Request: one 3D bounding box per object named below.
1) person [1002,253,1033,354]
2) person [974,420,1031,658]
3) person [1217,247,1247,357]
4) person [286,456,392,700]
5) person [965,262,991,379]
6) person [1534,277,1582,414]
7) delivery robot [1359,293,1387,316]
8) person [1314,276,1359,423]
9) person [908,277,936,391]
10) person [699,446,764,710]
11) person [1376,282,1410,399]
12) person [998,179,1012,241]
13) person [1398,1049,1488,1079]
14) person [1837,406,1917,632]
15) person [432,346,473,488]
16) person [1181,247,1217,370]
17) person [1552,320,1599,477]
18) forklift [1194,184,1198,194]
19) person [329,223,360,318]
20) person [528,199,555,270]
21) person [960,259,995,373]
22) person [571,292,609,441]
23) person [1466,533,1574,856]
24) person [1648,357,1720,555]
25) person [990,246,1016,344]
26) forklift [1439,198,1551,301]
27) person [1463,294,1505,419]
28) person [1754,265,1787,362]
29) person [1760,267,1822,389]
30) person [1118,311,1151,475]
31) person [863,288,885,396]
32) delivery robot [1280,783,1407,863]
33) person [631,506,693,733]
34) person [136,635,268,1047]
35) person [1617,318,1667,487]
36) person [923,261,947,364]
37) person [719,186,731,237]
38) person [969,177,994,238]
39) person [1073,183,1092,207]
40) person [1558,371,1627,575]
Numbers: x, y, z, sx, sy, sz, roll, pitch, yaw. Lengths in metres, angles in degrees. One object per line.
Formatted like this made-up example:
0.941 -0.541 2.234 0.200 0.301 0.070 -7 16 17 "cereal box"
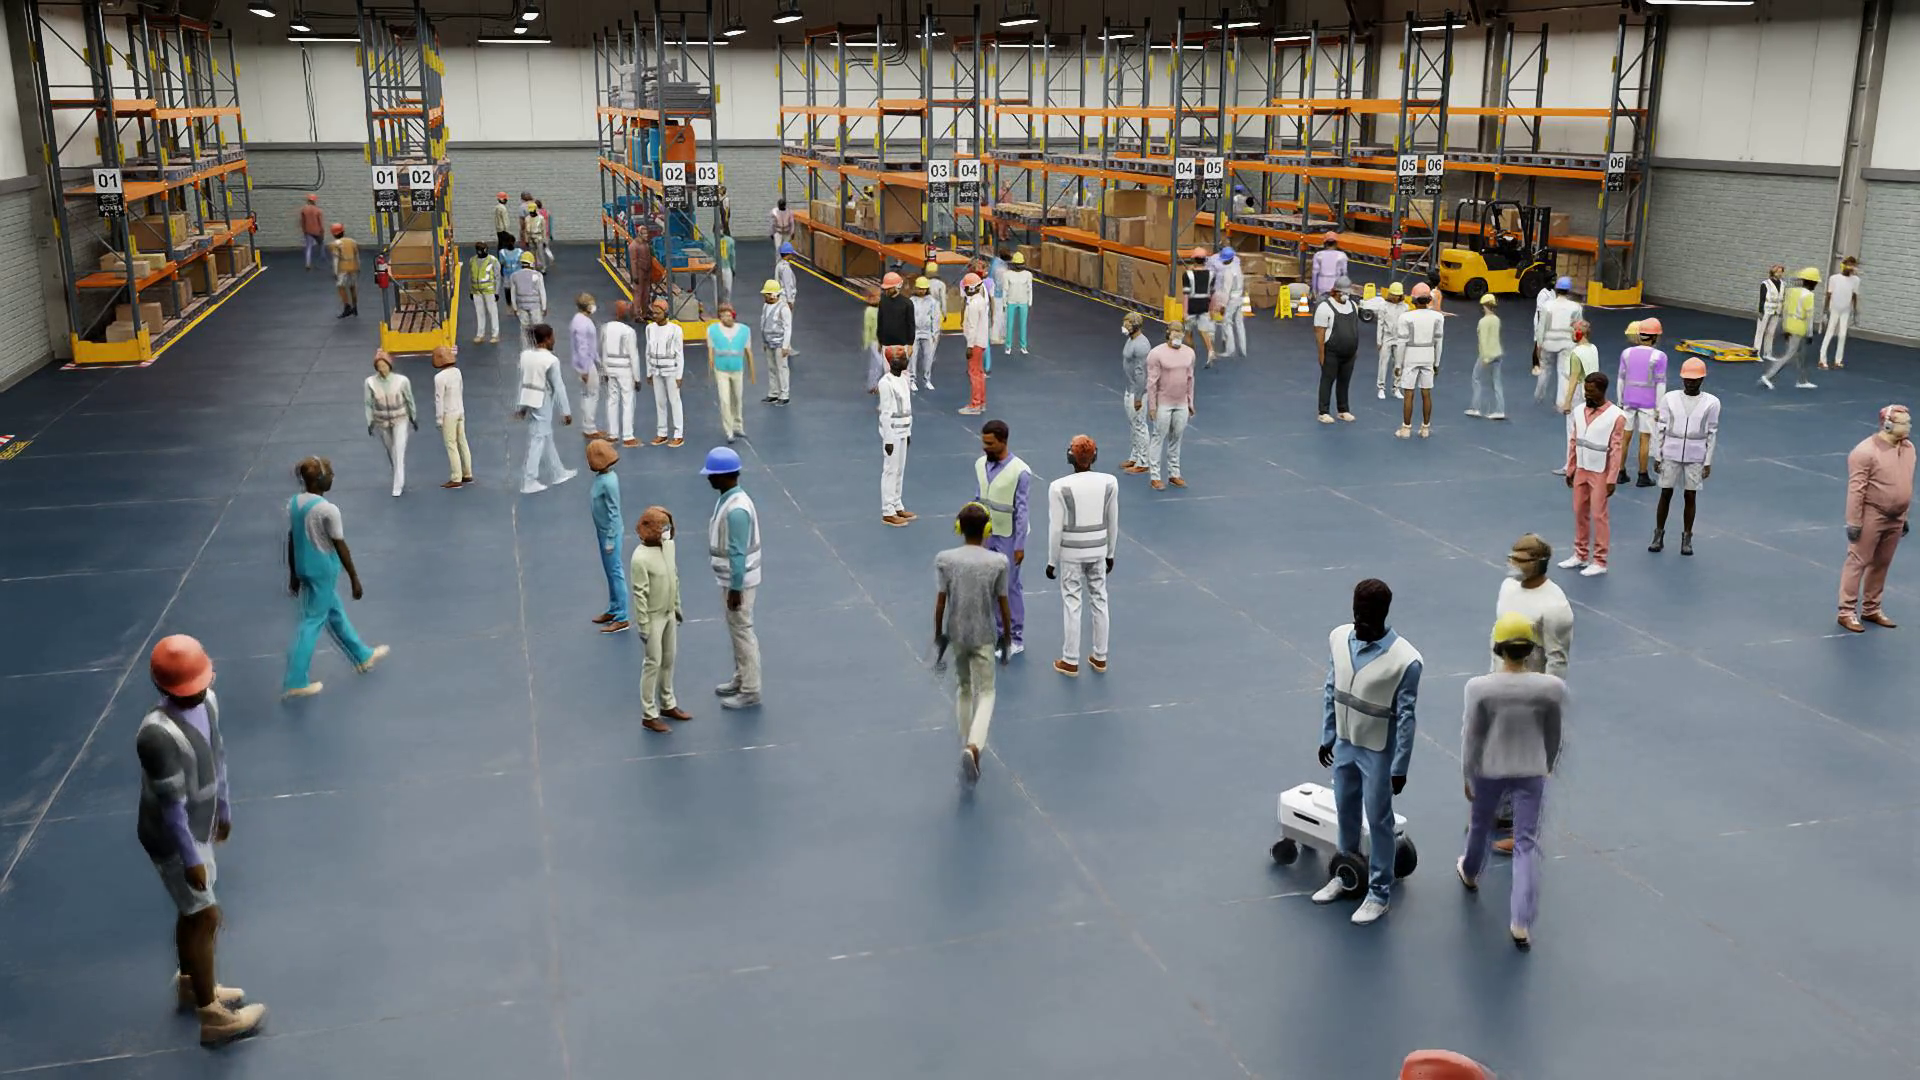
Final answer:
1.004 -4.114 28.949 0.534 1.765 0.324 -1 15 -6 "person"
0.335 -0.030 13.316 0.399 1.908 0.597 -12 19 -38 "person"
4.697 -4.074 28.555 0.538 1.896 0.682 7 16 24 "person"
-4.718 0.252 12.463 0.528 1.787 0.981 10 18 33 "person"
0.275 -3.492 26.449 0.375 1.844 0.567 -3 15 -10 "person"
8.527 -2.797 23.752 0.621 1.885 1.019 2 15 9 "person"
8.349 -4.680 33.216 0.707 0.478 0.477 1 15 4 "delivery robot"
5.198 -2.623 22.809 0.689 2.000 0.535 -8 17 -27 "person"
-0.587 -3.142 25.354 0.482 1.734 0.332 -5 16 -17 "person"
-1.660 0.267 12.142 0.421 1.938 0.604 -4 15 -15 "person"
6.417 -2.951 24.636 0.491 1.735 0.326 -2 15 -9 "person"
1.426 -10.292 51.945 0.400 1.901 0.649 10 18 32 "person"
1.327 2.294 4.600 0.799 1.881 0.570 14 20 41 "person"
7.697 -0.178 13.879 0.673 1.905 0.396 -6 16 -21 "person"
-5.839 -1.411 19.050 0.289 1.625 0.497 3 15 12 "person"
3.932 -3.768 27.198 0.620 2.013 0.880 -5 16 -18 "person"
7.309 -1.664 19.604 0.395 1.833 0.565 12 19 39 "person"
7.392 -11.333 53.972 1.873 2.768 1.129 -4 15 -15 "forklift"
-12.441 -5.498 33.907 0.541 1.909 0.744 12 19 38 "person"
-10.836 -7.894 43.068 0.655 1.820 0.586 -13 20 -41 "person"
0.278 -3.601 26.867 0.564 1.843 0.395 0 15 -2 "person"
-4.844 -2.262 21.660 0.406 1.936 0.650 -3 15 -12 "person"
3.300 0.897 9.774 0.361 1.935 0.651 -4 15 -13 "person"
7.052 -0.815 16.202 0.544 1.939 0.354 7 16 24 "person"
0.793 -4.423 30.075 0.548 1.797 0.705 1 15 3 "person"
11.913 -6.508 37.130 2.313 2.155 1.214 -4 15 -15 "forklift"
7.340 -2.538 23.087 0.540 1.723 0.703 -11 19 -37 "person"
13.712 -3.836 28.136 0.515 1.641 0.314 -5 16 -18 "person"
12.740 -3.222 25.378 0.889 1.888 0.608 0 15 1 "person"
2.084 -1.745 19.730 0.378 1.931 0.624 -2 15 -6 "person"
-1.186 -2.937 24.781 0.521 1.612 0.529 7 16 25 "person"
2.184 1.616 9.524 0.477 0.478 0.707 -13 19 -39 "delivery robot"
-2.111 0.547 11.681 0.293 1.623 0.507 6 16 20 "person"
-3.596 1.371 7.840 0.500 2.006 0.639 -1 15 -5 "person"
7.813 -1.580 19.080 0.379 1.937 0.547 -13 20 -40 "person"
-0.487 -3.803 27.854 0.490 1.721 0.716 4 16 16 "person"
-6.998 -9.588 49.416 0.343 1.840 0.505 -6 16 -23 "person"
0.690 -10.610 53.125 0.860 1.898 0.548 2 15 6 "person"
3.689 -9.839 50.286 0.631 1.878 1.041 0 15 -2 "person"
5.937 -0.634 15.584 0.397 1.908 0.598 -7 16 -24 "person"
